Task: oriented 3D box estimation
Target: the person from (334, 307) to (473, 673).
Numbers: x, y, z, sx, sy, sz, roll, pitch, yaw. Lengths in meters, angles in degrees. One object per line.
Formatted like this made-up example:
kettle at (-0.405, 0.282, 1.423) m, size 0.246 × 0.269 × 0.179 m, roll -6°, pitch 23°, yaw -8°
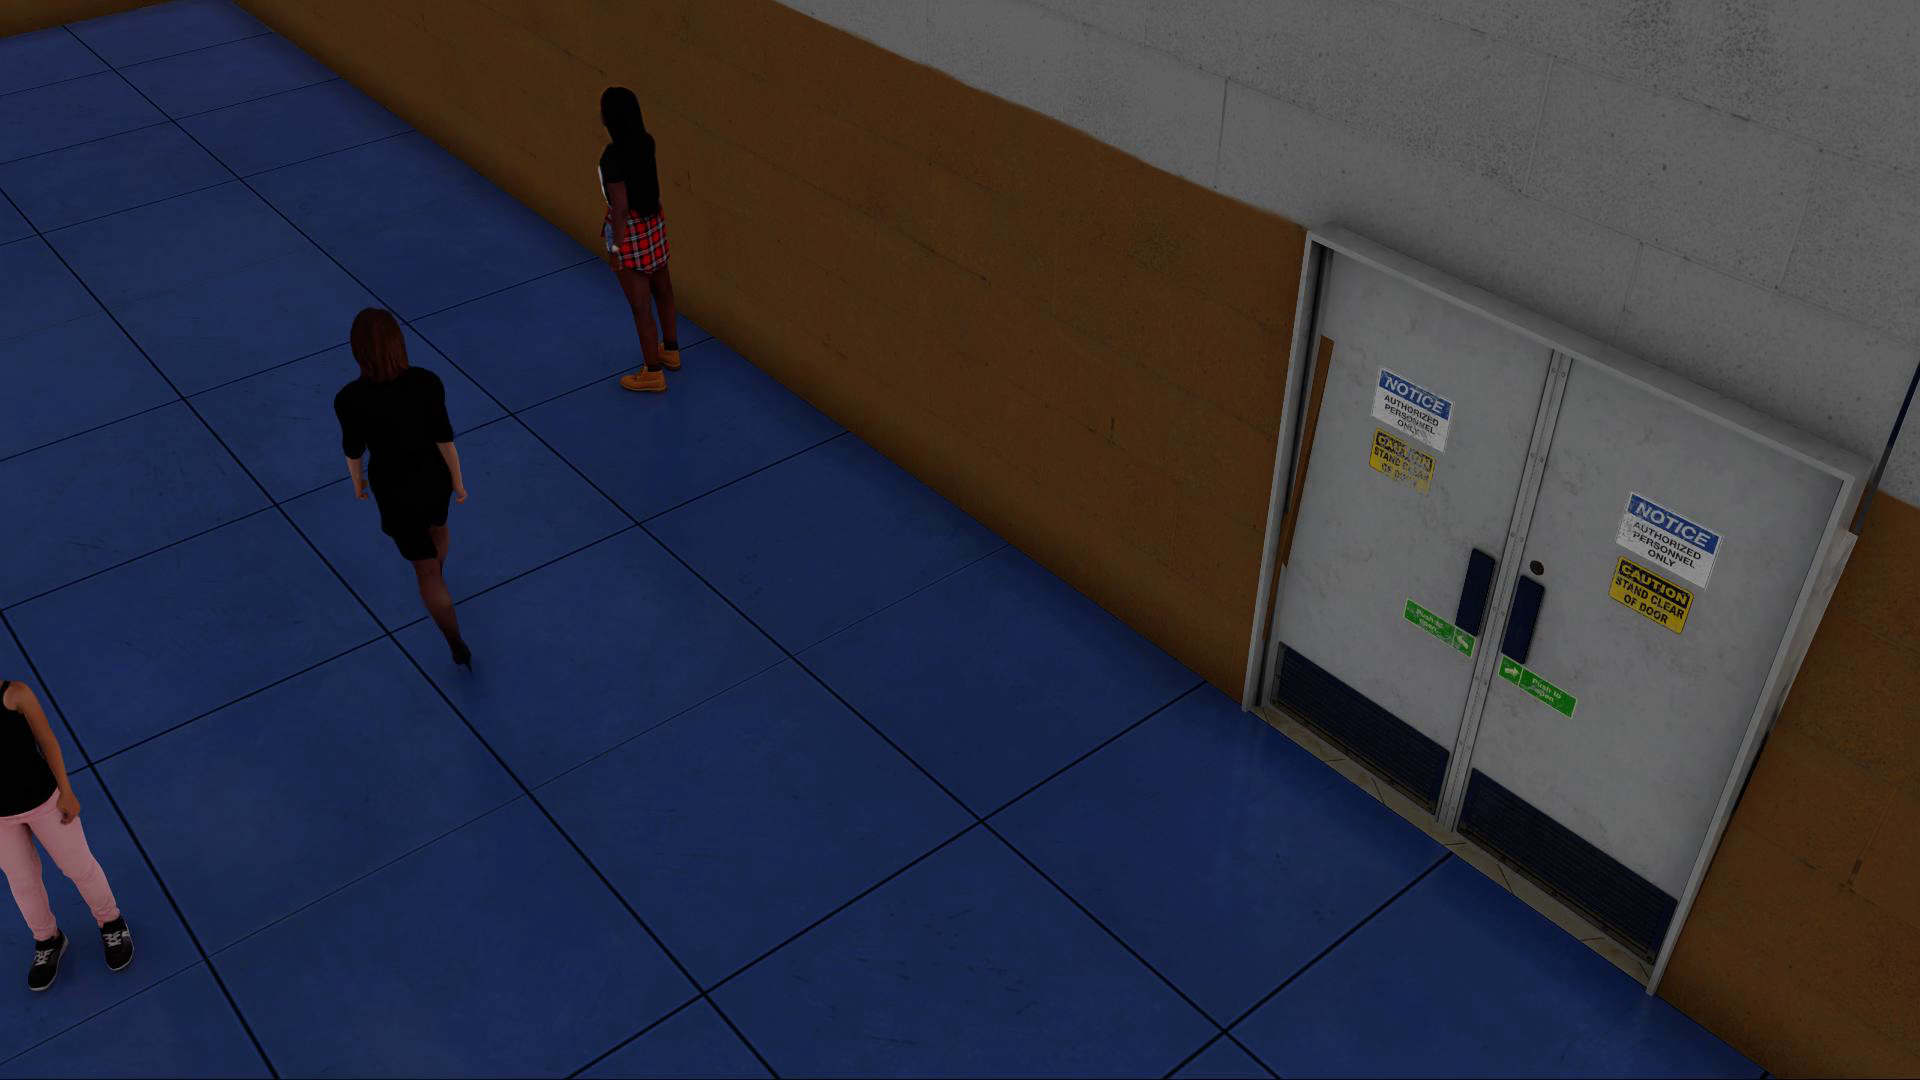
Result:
person at (-2.307, -0.152, 7.081) m, size 1.054 × 1.657 × 0.808 m, roll -18°, pitch 40°, yaw -22°

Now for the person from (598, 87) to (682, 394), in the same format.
person at (-1.738, -1.622, 8.995) m, size 0.780 × 1.728 × 0.691 m, roll 12°, pitch 38°, yaw 15°

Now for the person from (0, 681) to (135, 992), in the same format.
person at (-3.259, 0.907, 5.761) m, size 0.557 × 1.565 × 0.663 m, roll -11°, pitch 38°, yaw -15°
